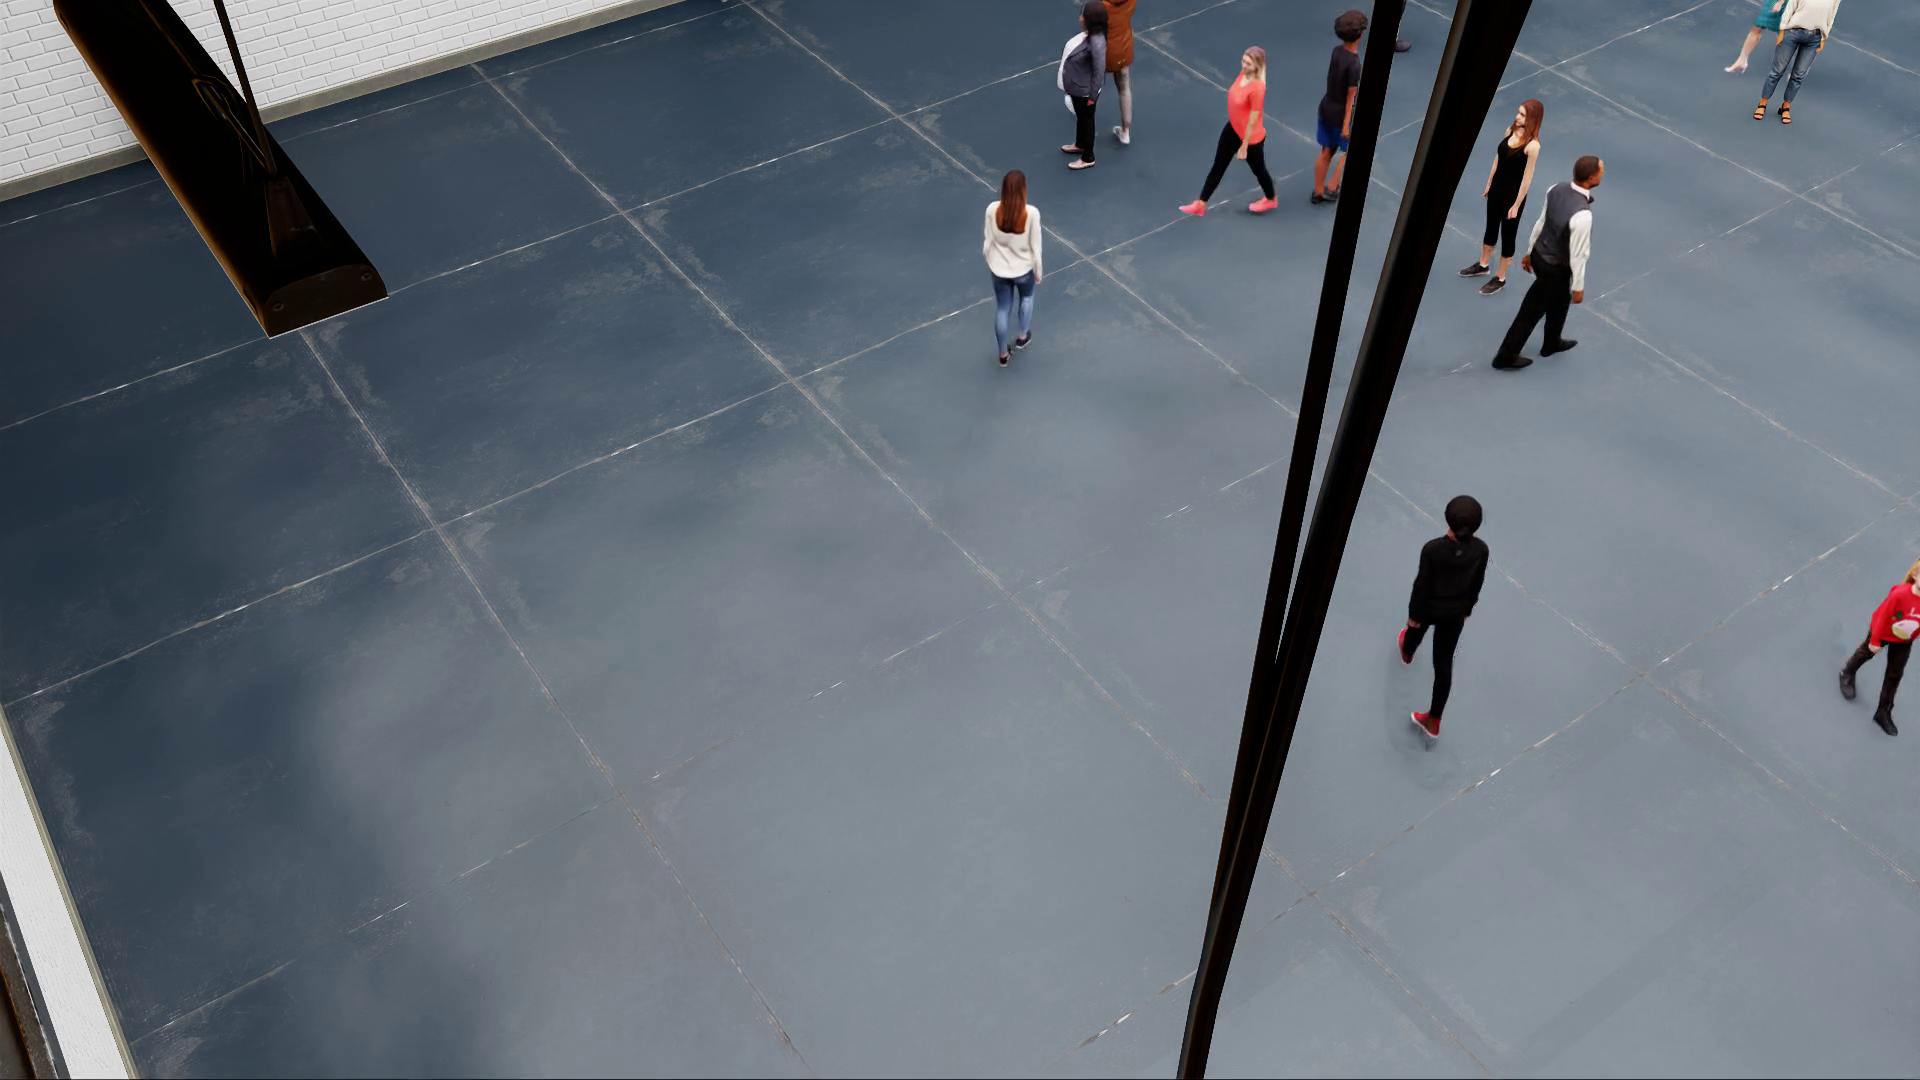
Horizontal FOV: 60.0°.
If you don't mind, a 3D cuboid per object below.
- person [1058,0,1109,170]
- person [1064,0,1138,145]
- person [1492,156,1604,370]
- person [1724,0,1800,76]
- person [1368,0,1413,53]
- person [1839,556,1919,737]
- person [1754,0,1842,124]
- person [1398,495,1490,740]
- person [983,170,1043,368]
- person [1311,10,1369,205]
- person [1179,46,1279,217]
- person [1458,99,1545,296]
[{"bbox_3d":[1.151,-4.172,15.190,0.813,1.597,0.787,-4,44,-5],"label":"person"},{"bbox_3d":[1.460,-4.502,15.401,1.023,1.785,0.817,-21,47,-20],"label":"person"},{"bbox_3d":[4.470,-2.091,12.791,1.127,1.895,0.985,-6,44,-6],"label":"person"},{"bbox_3d":[8.176,-5.268,16.302,1.060,1.651,0.974,5,44,5],"label":"person"},{"bbox_3d":[4.437,-5.904,16.772,0.718,1.924,0.768,-12,45,-12],"label":"person"},{"bbox_3d":[5.861,0.548,10.483,0.835,1.258,0.858,3,44,3],"label":"person"},{"bbox_3d":[7.993,-4.788,15.776,0.696,1.682,0.729,12,45,12],"label":"person"},{"bbox_3d":[2.975,0.500,10.270,1.156,1.620,1.114,-1,44,-1],"label":"person"},{"bbox_3d":[0.396,-2.061,12.919,0.806,1.674,0.862,9,44,10],"label":"person"},{"bbox_3d":[3.250,-3.743,14.617,0.721,1.767,0.719,-10,45,-11],"label":"person"},{"bbox_3d":[2.573,-3.503,14.458,1.238,1.640,0.880,-10,44,-10],"label":"person"},{"bbox_3d":[4.525,-2.849,13.708,0.571,1.726,0.605,-16,46,-16],"label":"person"}]
